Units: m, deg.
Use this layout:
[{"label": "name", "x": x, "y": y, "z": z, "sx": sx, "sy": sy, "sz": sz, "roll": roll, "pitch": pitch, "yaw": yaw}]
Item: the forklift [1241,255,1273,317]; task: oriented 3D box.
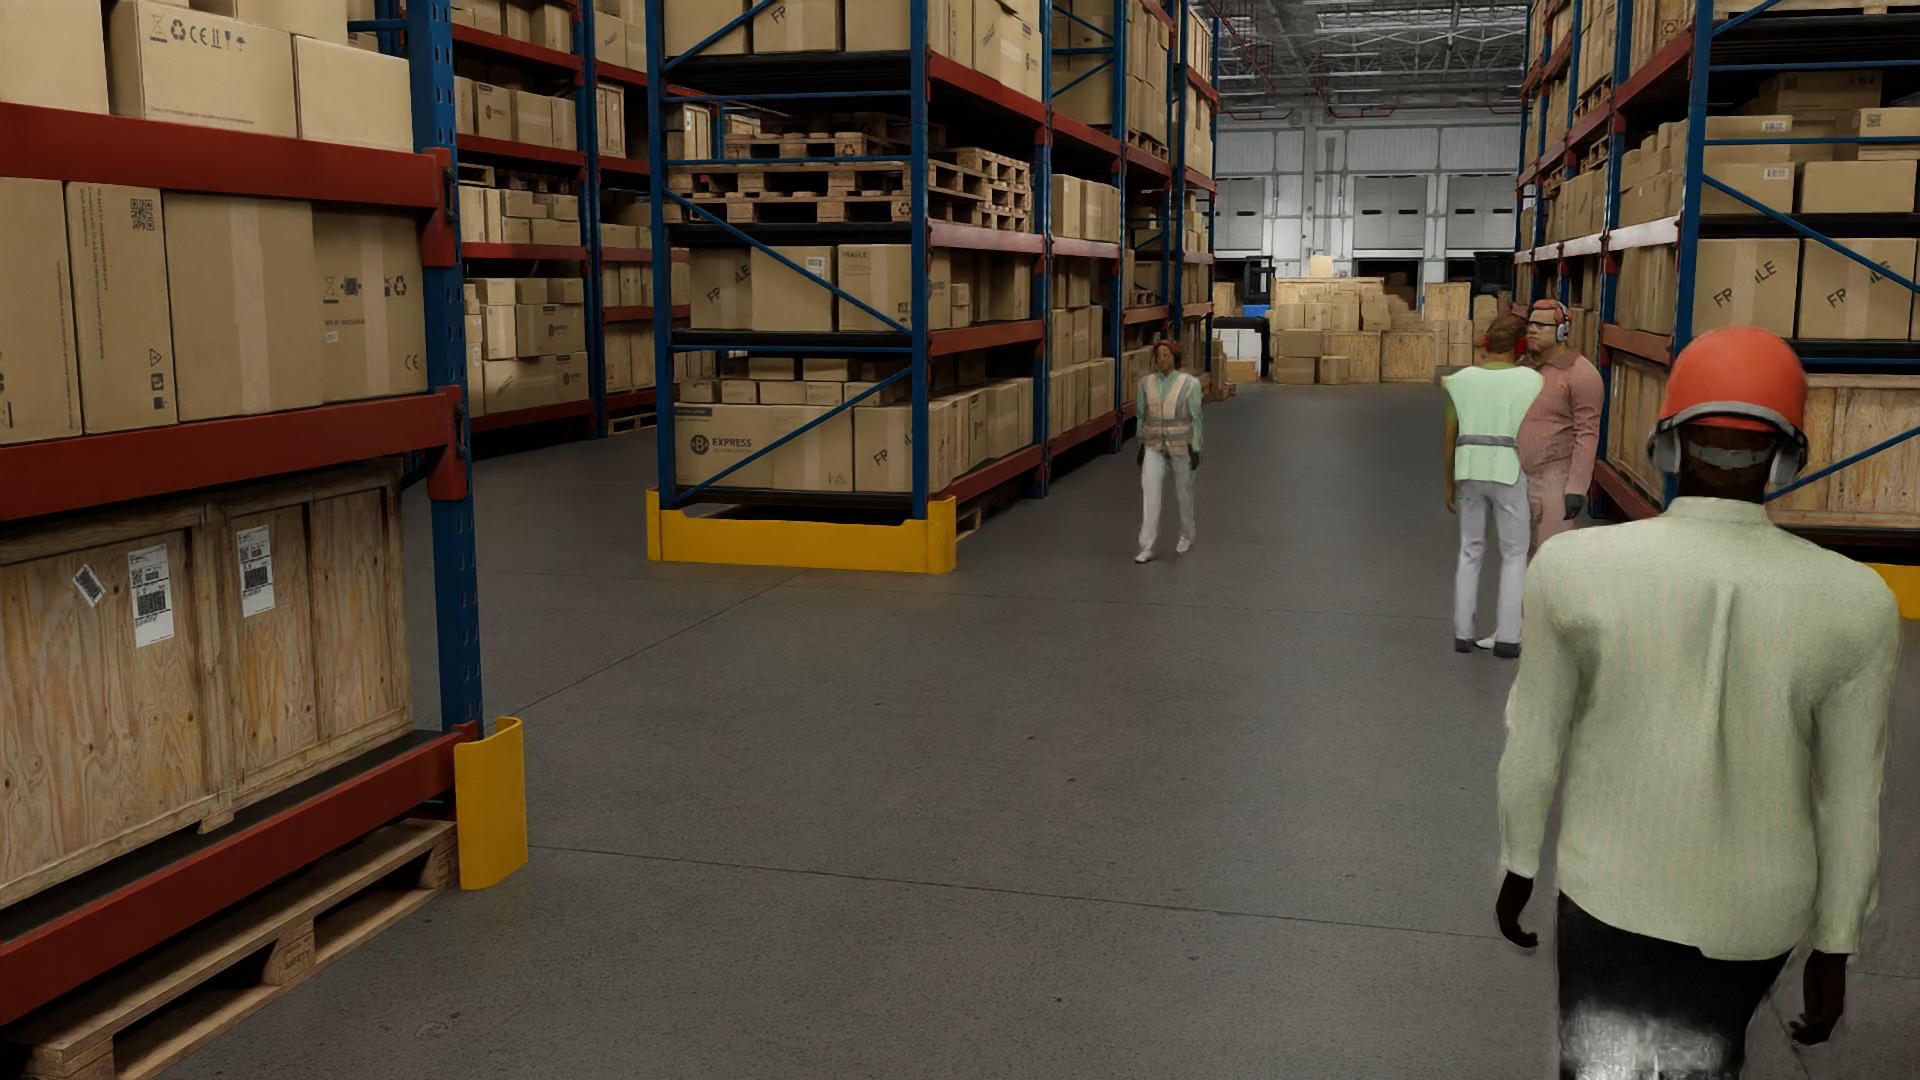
[{"label": "forklift", "x": 10.551, "y": -8.662, "z": 58.805, "sx": 1.129, "sy": 2.768, "sz": 1.873, "roll": 2, "pitch": 9, "yaw": 15}]

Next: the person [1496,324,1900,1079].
[{"label": "person", "x": 1.241, "y": 0.611, "z": 2.847, "sx": 0.603, "sy": 1.957, "sz": 0.956, "roll": 2, "pitch": 9, "yaw": 12}]

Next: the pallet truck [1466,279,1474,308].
[{"label": "pallet truck", "x": 18.896, "y": -8.459, "z": 60.307, "sx": 1.885, "sy": 1.965, "sz": 0.823, "roll": 5, "pitch": 10, "yaw": 31}]

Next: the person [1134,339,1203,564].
[{"label": "person", "x": 1.510, "y": -0.655, "z": 12.006, "sx": 0.529, "sy": 1.595, "sz": 0.847, "roll": 4, "pitch": 10, "yaw": 25}]

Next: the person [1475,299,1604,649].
[{"label": "person", "x": 3.073, "y": -0.316, "z": 8.854, "sx": 0.407, "sy": 1.913, "sz": 0.641, "roll": -5, "pitch": 10, "yaw": -27}]

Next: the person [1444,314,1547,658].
[{"label": "person", "x": 2.864, "y": -0.279, "z": 8.898, "sx": 0.585, "sy": 1.842, "sz": 0.417, "roll": 7, "pitch": 11, "yaw": 37}]

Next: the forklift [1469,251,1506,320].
[{"label": "forklift", "x": 15.886, "y": -7.282, "z": 50.034, "sx": 1.129, "sy": 2.768, "sz": 1.873, "roll": -2, "pitch": 9, "yaw": -13}]
